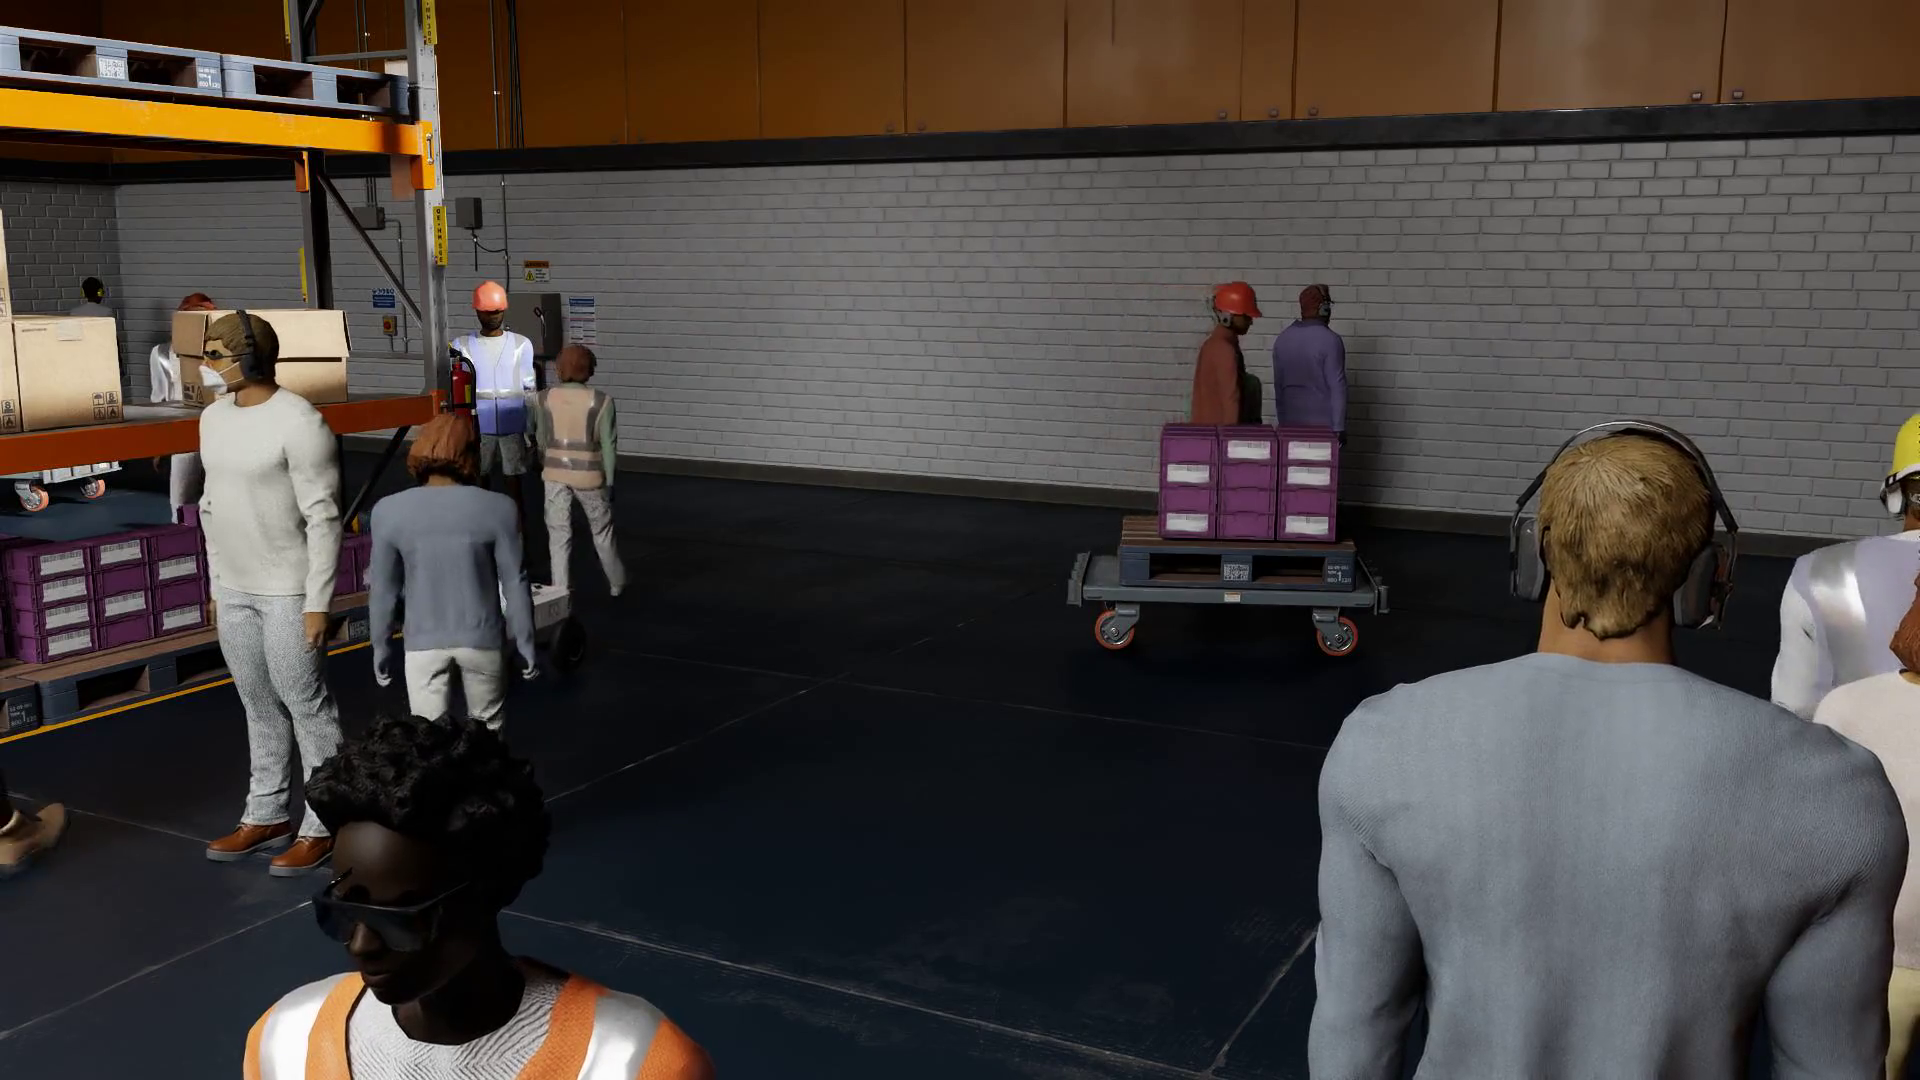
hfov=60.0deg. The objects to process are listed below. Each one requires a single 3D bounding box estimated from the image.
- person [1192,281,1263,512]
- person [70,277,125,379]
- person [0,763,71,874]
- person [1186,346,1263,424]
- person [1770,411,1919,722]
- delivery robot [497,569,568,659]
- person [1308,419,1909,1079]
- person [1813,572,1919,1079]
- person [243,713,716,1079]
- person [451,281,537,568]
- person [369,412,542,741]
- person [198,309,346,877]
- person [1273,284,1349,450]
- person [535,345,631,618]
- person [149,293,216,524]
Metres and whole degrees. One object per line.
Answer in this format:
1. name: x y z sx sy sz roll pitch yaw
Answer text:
1. person: 1.519 -0.609 10.243 0.808 1.962 0.629 0 10 1
2. person: -9.363 -1.920 18.109 0.509 1.865 0.329 0 10 -2
3. person: -3.423 0.233 5.316 0.699 1.973 0.936 -2 10 -11
4. person: 1.737 -0.547 10.944 0.506 1.587 0.824 1 10 6
5. person: 2.084 0.602 3.661 0.592 1.815 0.424 4 11 23
6. delivery robot: -2.263 0.384 8.265 0.477 0.478 0.707 3 11 19
7. person: 0.737 0.824 1.998 0.635 1.937 0.353 4 11 22
8. person: 1.814 0.794 3.084 0.494 1.625 0.283 3 10 18
9. person: -0.491 0.992 1.762 0.537 1.690 0.322 2 10 13
10. person: -3.111 -0.754 11.144 0.551 1.934 0.362 -3 10 -19
11. person: -1.708 0.376 5.585 0.557 1.596 0.714 -2 10 -9
12. person: -2.366 0.184 5.714 0.629 1.937 0.378 6 11 31
13. person: 2.481 -0.829 11.649 0.409 1.913 0.642 -6 12 -32
14. person: -2.238 -0.352 9.820 0.518 1.586 0.885 1 10 3
15. person: -4.696 -0.586 10.333 0.601 1.878 0.381 -3 10 -15
